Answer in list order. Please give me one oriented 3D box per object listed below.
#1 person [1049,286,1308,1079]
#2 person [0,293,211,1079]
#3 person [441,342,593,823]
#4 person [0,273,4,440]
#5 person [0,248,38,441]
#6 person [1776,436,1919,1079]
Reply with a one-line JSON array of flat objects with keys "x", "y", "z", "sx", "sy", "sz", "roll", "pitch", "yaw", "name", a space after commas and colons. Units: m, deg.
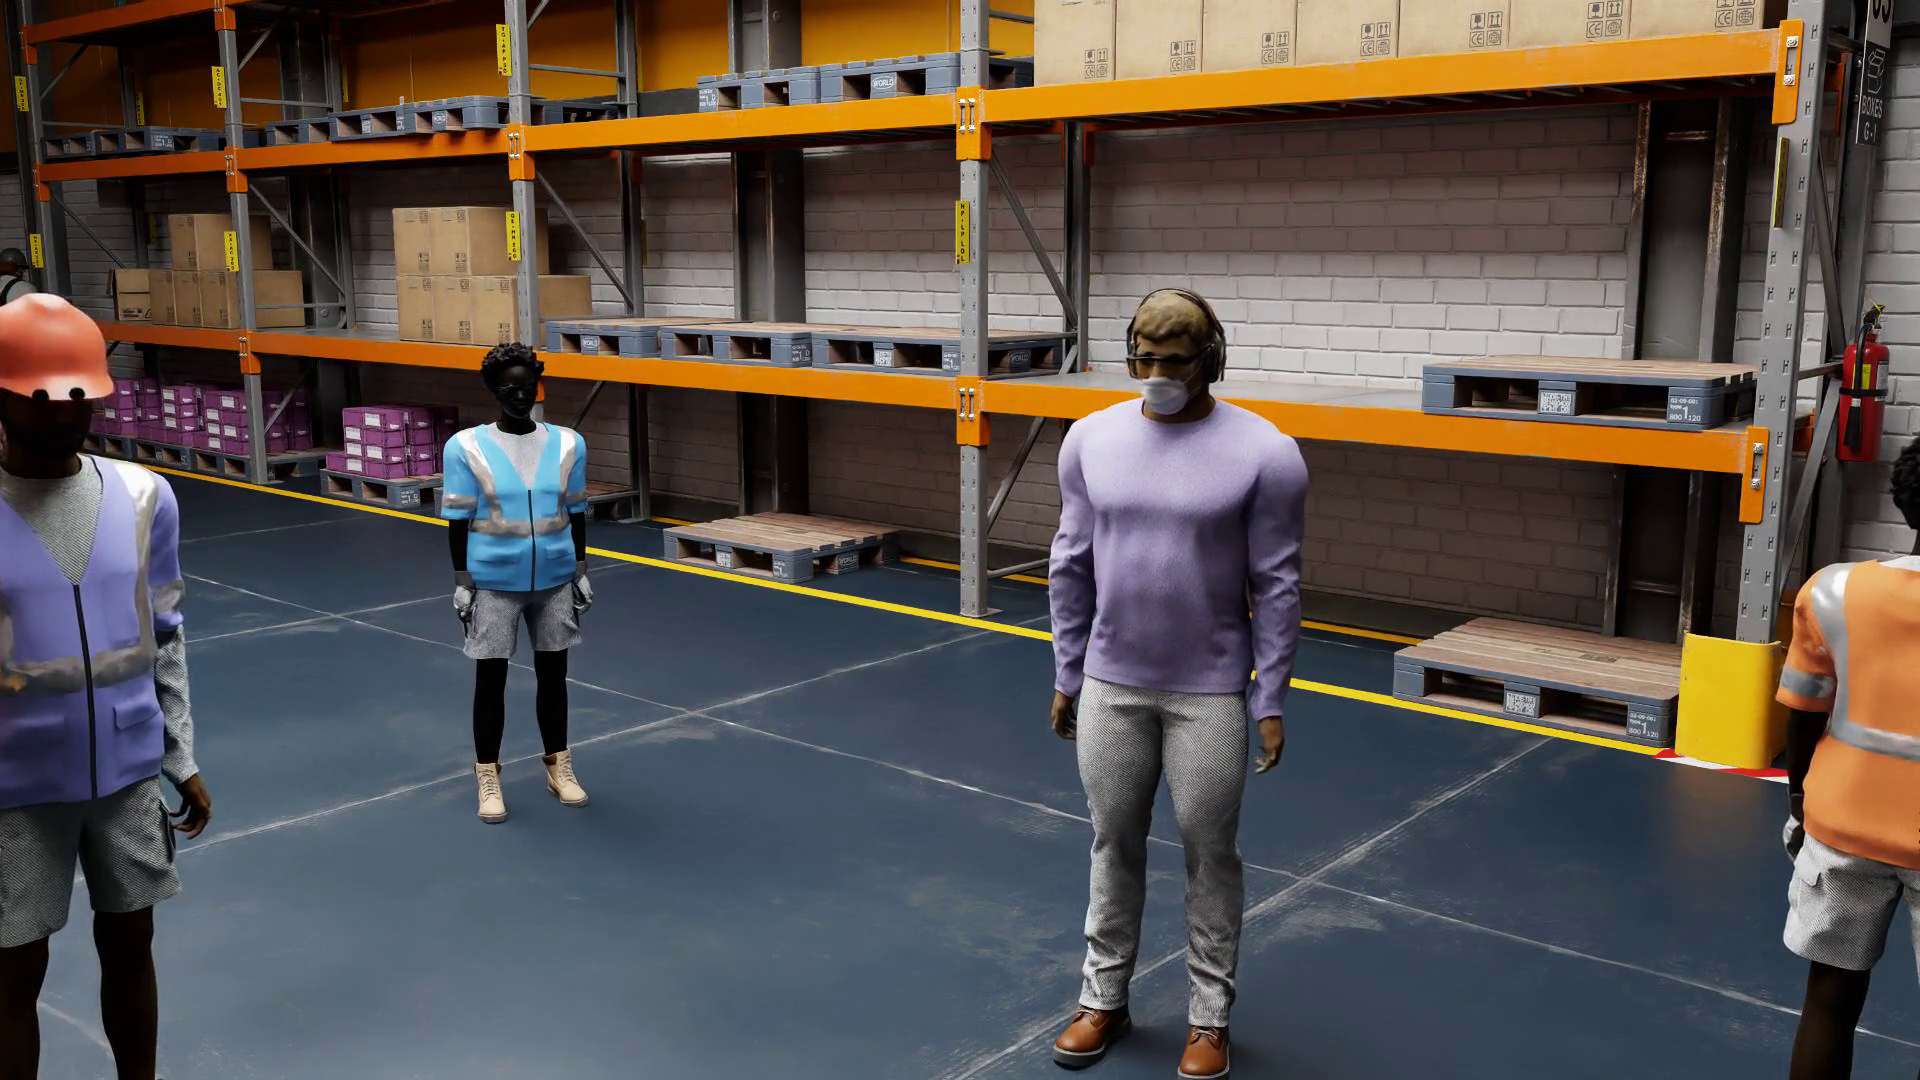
[{"x": 0.505, "y": 0.360, "z": 4.038, "sx": 0.627, "sy": 1.934, "sz": 0.372, "roll": 4, "pitch": 11, "yaw": 24, "name": "person"}, {"x": -1.811, "y": 0.472, "z": 3.395, "sx": 0.366, "sy": 1.935, "sz": 0.543, "roll": 8, "pitch": 13, "yaw": 40, "name": "person"}, {"x": -1.563, "y": 0.146, "z": 5.932, "sx": 0.535, "sy": 1.697, "sz": 0.318, "roll": -6, "pitch": 12, "yaw": -32, "name": "person"}, {"x": -9.989, "y": -1.943, "z": 17.419, "sx": 0.634, "sy": 1.839, "sz": 0.429, "roll": -4, "pitch": 11, "yaw": -23, "name": "person"}, {"x": -9.852, "y": -2.049, "z": 17.449, "sx": 0.674, "sy": 2.000, "sz": 0.535, "roll": 1, "pitch": 10, "yaw": 7, "name": "person"}, {"x": 1.905, "y": 0.604, "z": 3.322, "sx": 0.318, "sy": 1.693, "sz": 0.539, "roll": -8, "pitch": 13, "yaw": -40, "name": "person"}]
